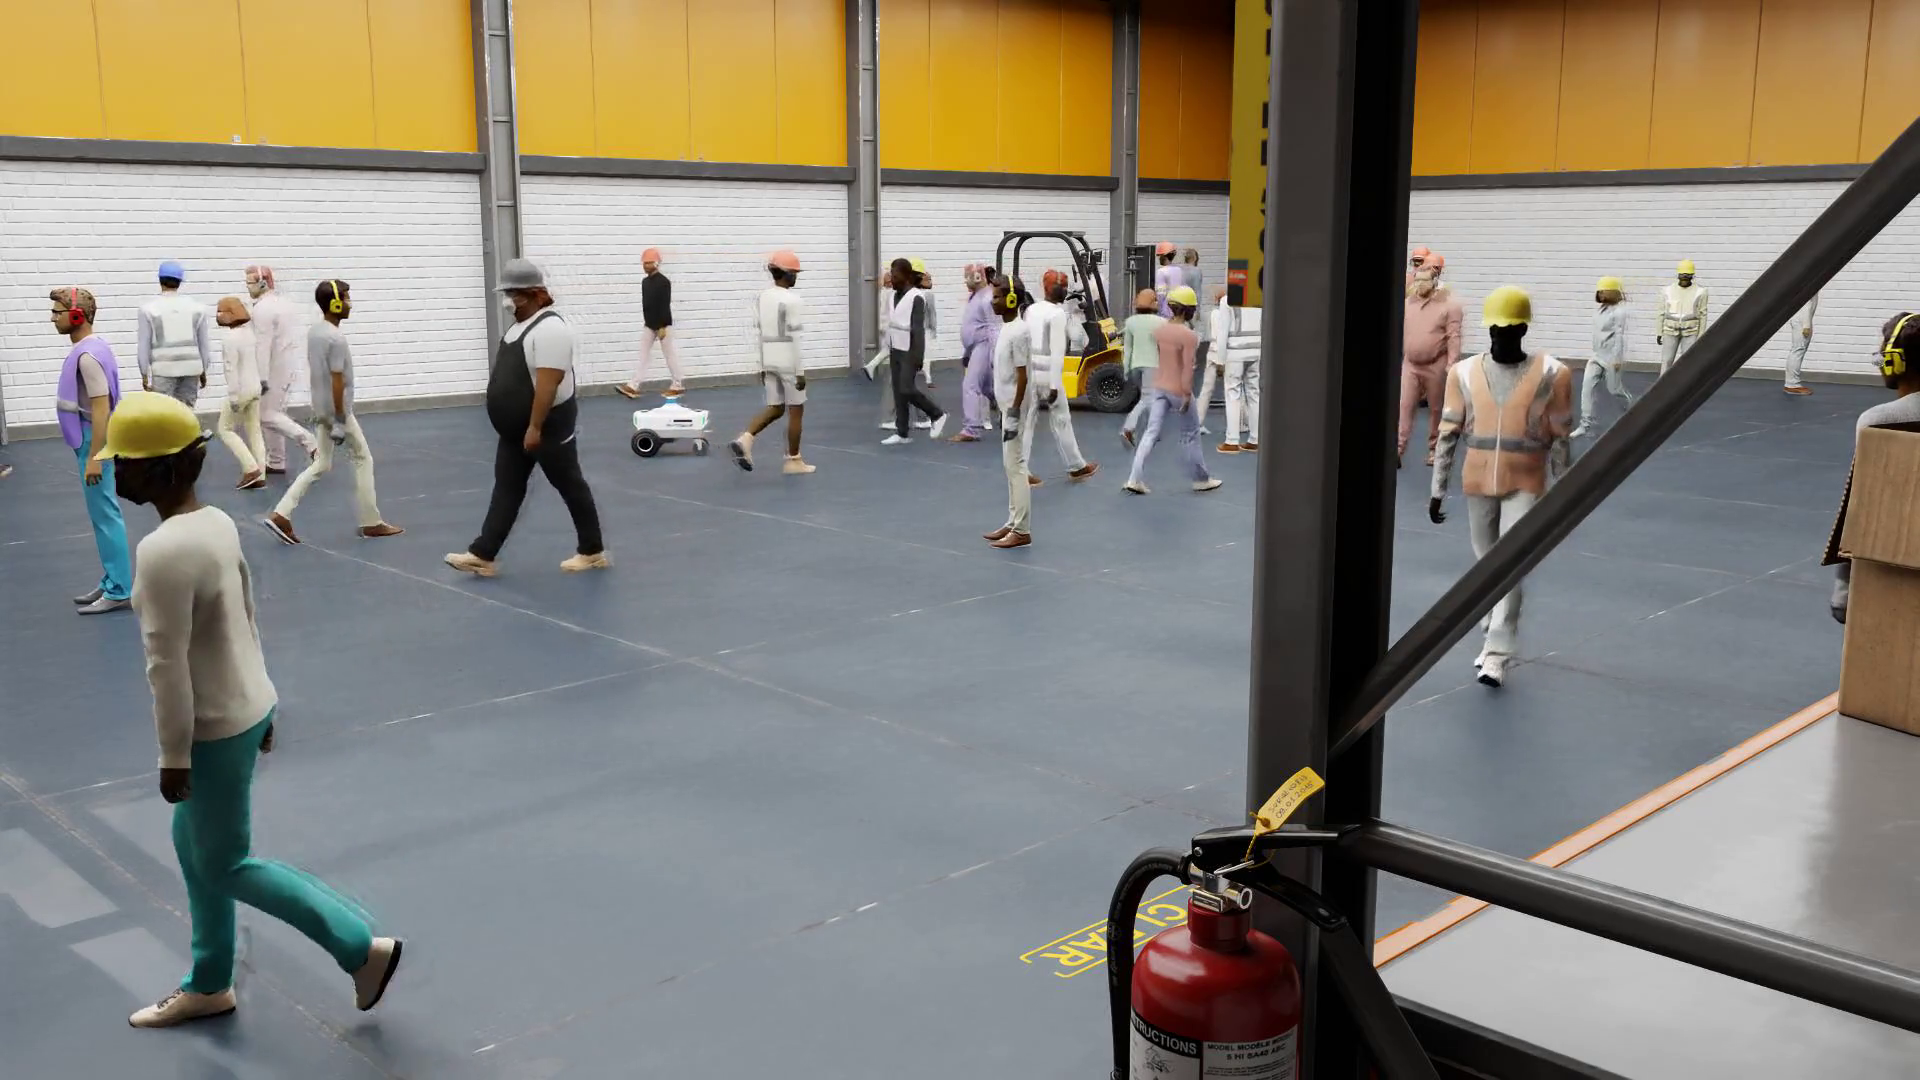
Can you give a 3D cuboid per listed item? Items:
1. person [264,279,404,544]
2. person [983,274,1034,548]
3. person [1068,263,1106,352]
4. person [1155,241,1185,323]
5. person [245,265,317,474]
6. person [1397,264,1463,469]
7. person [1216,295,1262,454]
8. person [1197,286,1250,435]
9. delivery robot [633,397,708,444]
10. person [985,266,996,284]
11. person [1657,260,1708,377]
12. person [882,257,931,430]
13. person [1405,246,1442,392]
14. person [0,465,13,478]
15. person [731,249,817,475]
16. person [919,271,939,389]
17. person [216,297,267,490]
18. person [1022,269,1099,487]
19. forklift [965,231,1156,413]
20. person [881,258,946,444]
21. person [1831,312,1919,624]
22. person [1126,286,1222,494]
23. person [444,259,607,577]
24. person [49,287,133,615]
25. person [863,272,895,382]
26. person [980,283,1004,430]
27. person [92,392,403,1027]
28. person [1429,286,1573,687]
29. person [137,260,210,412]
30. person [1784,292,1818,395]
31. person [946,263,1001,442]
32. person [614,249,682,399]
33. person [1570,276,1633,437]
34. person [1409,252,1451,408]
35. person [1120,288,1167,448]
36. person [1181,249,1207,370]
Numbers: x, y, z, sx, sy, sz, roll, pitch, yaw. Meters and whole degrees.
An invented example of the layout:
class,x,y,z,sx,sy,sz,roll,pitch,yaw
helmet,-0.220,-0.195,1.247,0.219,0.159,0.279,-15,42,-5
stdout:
class,x,y,z,sx,sy,sz,roll,pitch,yaw
person,-4.401,-0.887,11.539,0.511,1.843,0.892,10,14,42
person,0.337,-0.878,11.395,0.327,1.873,0.517,-1,10,-4
person,1.969,-3.537,26.022,0.621,1.826,0.477,5,11,24
person,2.948,-3.250,23.864,0.395,2.038,0.615,9,14,41
person,-5.992,-1.484,14.670,0.657,1.880,0.660,-1,10,-7
person,4.224,-1.567,15.173,0.660,1.855,0.982,7,12,33
person,2.760,-1.777,16.290,0.586,1.878,0.346,-5,12,-27
person,2.844,-1.919,17.823,0.860,1.592,0.525,-7,12,-33
delivery robot,-2.809,-1.147,16.196,0.707,0.478,0.477,-1,10,-5
person,0.439,-3.136,24.226,0.644,1.667,0.549,6,12,30
person,9.266,-2.680,21.367,0.595,1.823,0.403,5,12,27
person,-0.511,-2.135,18.207,0.794,1.885,0.627,-2,11,-11
person,5.826,-2.737,21.193,0.623,1.992,0.396,3,11,17
person,-8.703,-1.426,14.259,0.958,1.915,0.608,-7,12,-32
person,-1.638,-1.546,14.665,0.721,2.023,0.608,-10,14,-42
person,-0.517,-2.929,23.230,0.507,1.631,0.275,10,14,42
person,-6.017,-1.214,13.906,0.352,1.620,0.493,1,10,5
person,0.811,-1.375,14.170,0.959,1.835,0.564,-8,13,-36
forklift,1.222,-2.721,20.561,2.313,2.155,1.214,2,11,13
person,-0.498,-1.927,17.032,0.573,1.907,0.591,-6,12,-28
person,3.387,0.118,6.006,0.515,1.861,0.322,-3,11,-14
person,1.765,-1.225,13.712,0.930,1.719,0.538,-7,13,-34
person,-2.696,-0.775,10.369,1.017,2.000,0.692,-8,13,-37
person,-4.897,-0.506,9.435,0.375,1.843,0.575,-6,12,-29
person,-1.037,-2.994,23.611,0.559,1.624,0.530,-4,11,-21
person,0.338,-1.991,18.160,0.532,1.609,0.506,-3,11,-15
person,-1.879,0.471,4.386,0.684,1.742,0.532,-2,11,-10
person,2.545,-0.250,7.929,0.616,1.883,0.935,7,12,33
person,-6.944,-1.514,14.759,0.614,1.922,0.624,-9,14,-42
person,11.338,-2.915,22.359,0.367,1.934,0.630,4,11,21
person,0.311,-1.958,17.349,0.913,1.866,0.647,-2,11,-13
person,-4.034,-2.793,21.625,0.647,1.942,0.990,10,14,43
person,6.898,-1.944,17.632,0.810,1.711,0.493,-3,11,-18
person,5.769,-2.569,20.472,0.574,1.933,0.469,9,14,41
person,1.854,-1.745,16.873,0.500,1.603,0.788,10,14,43
person,3.623,-3.610,26.167,0.449,1.916,0.664,-5,11,-25
